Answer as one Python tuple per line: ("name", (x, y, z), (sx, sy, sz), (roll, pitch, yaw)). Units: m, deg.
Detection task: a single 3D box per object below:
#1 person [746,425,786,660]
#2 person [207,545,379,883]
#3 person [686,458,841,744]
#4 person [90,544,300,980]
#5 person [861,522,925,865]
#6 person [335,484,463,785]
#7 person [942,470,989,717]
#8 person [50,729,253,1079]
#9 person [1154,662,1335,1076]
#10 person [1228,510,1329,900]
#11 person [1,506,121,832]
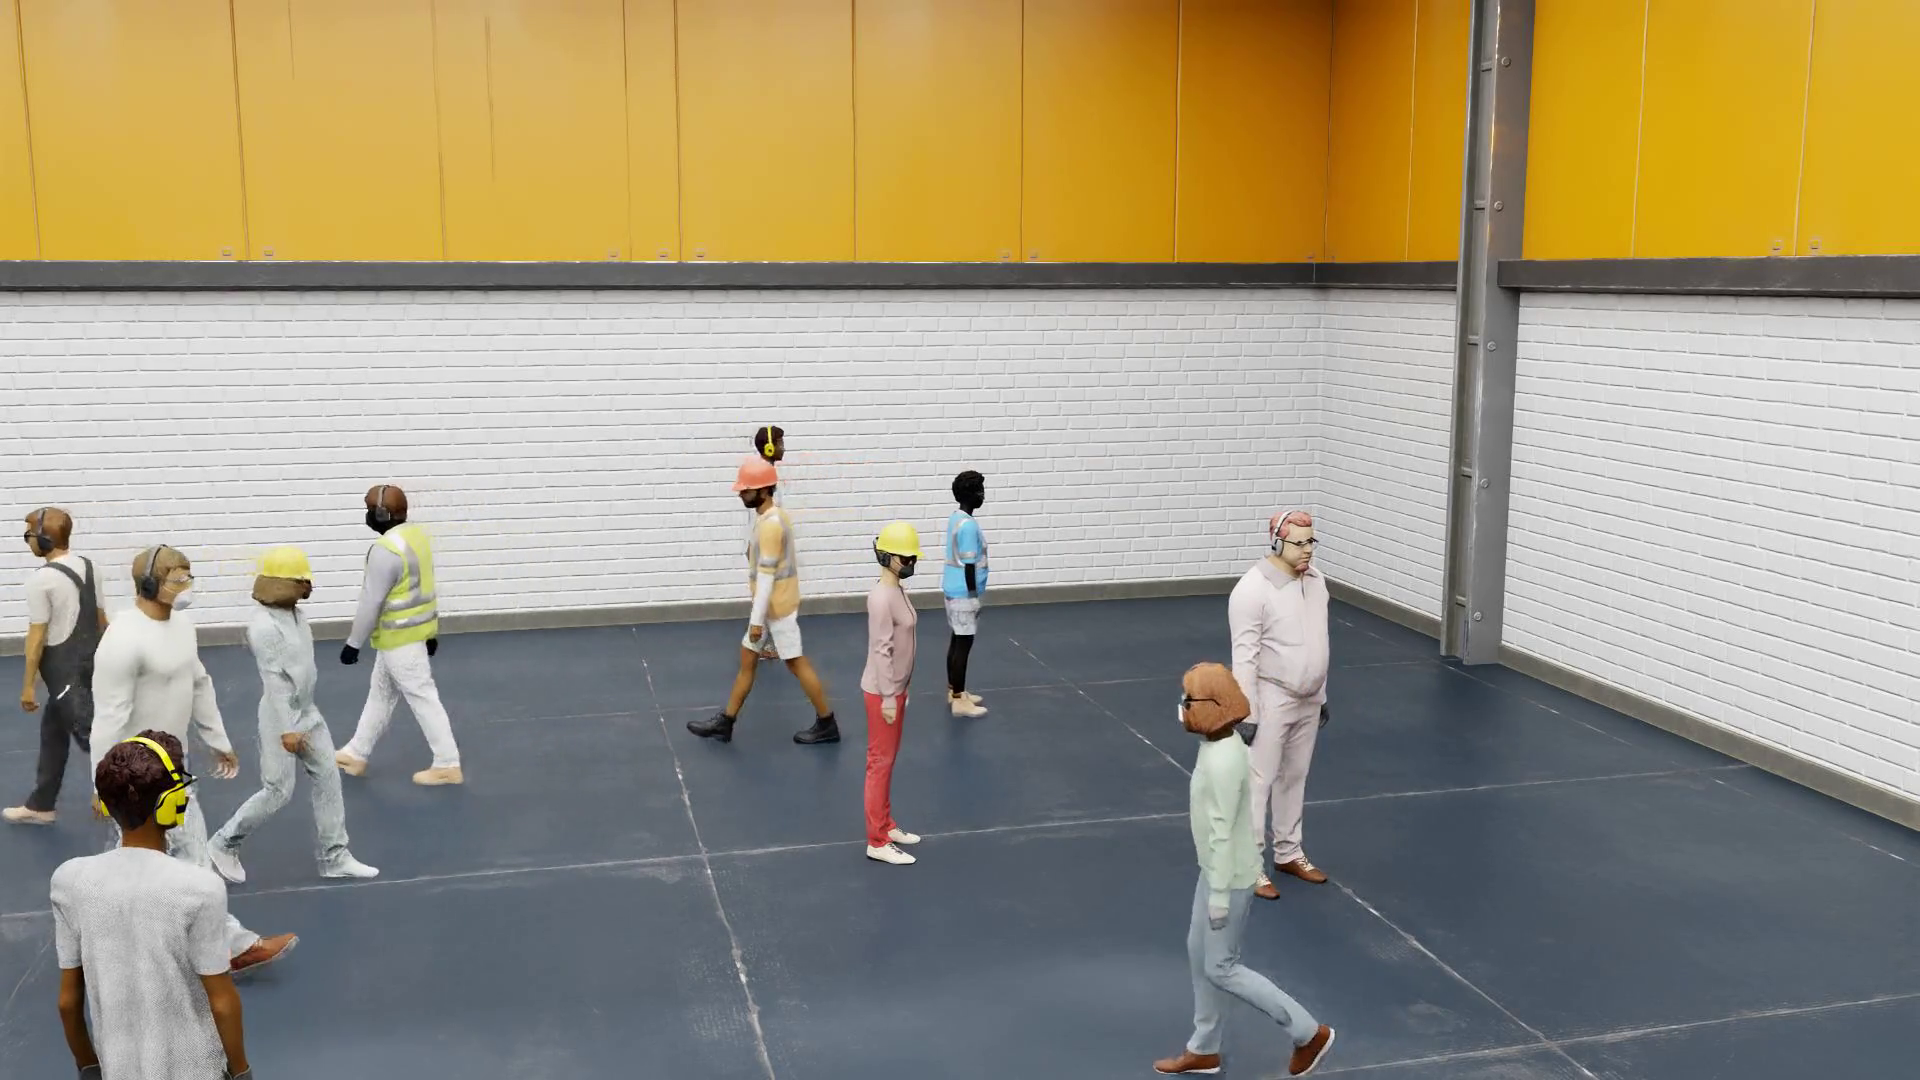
("person", (-1.465, 0.036, 12.987), (0.429, 1.854, 0.522), (-2, 9, -13))
("person", (-3.343, 0.870, 8.207), (0.745, 1.712, 0.488), (1, 9, 5))
("person", (-1.234, 0.408, 10.605), (1.006, 1.872, 0.554), (-1, 9, -7))
("person", (-3.319, 0.955, 7.129), (0.982, 1.887, 0.650), (-1, 9, -4))
("person", (-0.342, 0.780, 8.627), (0.329, 1.762, 0.523), (1, 9, 6))
("person", (-3.404, 0.571, 9.829), (0.932, 1.791, 0.623), (-1, 9, -4))
("person", (0.041, 0.357, 11.467), (0.318, 1.693, 0.563), (-1, 9, -7))
("person", (-2.068, 1.417, 4.345), (0.511, 1.862, 0.329), (1, 9, 8))
("person", (1.058, 1.246, 6.146), (0.588, 1.615, 0.516), (1, 9, 5))
("person", (1.595, 0.790, 8.140), (0.647, 1.900, 0.403), (-8, 12, -41))
("person", (-4.782, 0.708, 8.997), (0.976, 1.804, 0.504), (1, 9, 3))
